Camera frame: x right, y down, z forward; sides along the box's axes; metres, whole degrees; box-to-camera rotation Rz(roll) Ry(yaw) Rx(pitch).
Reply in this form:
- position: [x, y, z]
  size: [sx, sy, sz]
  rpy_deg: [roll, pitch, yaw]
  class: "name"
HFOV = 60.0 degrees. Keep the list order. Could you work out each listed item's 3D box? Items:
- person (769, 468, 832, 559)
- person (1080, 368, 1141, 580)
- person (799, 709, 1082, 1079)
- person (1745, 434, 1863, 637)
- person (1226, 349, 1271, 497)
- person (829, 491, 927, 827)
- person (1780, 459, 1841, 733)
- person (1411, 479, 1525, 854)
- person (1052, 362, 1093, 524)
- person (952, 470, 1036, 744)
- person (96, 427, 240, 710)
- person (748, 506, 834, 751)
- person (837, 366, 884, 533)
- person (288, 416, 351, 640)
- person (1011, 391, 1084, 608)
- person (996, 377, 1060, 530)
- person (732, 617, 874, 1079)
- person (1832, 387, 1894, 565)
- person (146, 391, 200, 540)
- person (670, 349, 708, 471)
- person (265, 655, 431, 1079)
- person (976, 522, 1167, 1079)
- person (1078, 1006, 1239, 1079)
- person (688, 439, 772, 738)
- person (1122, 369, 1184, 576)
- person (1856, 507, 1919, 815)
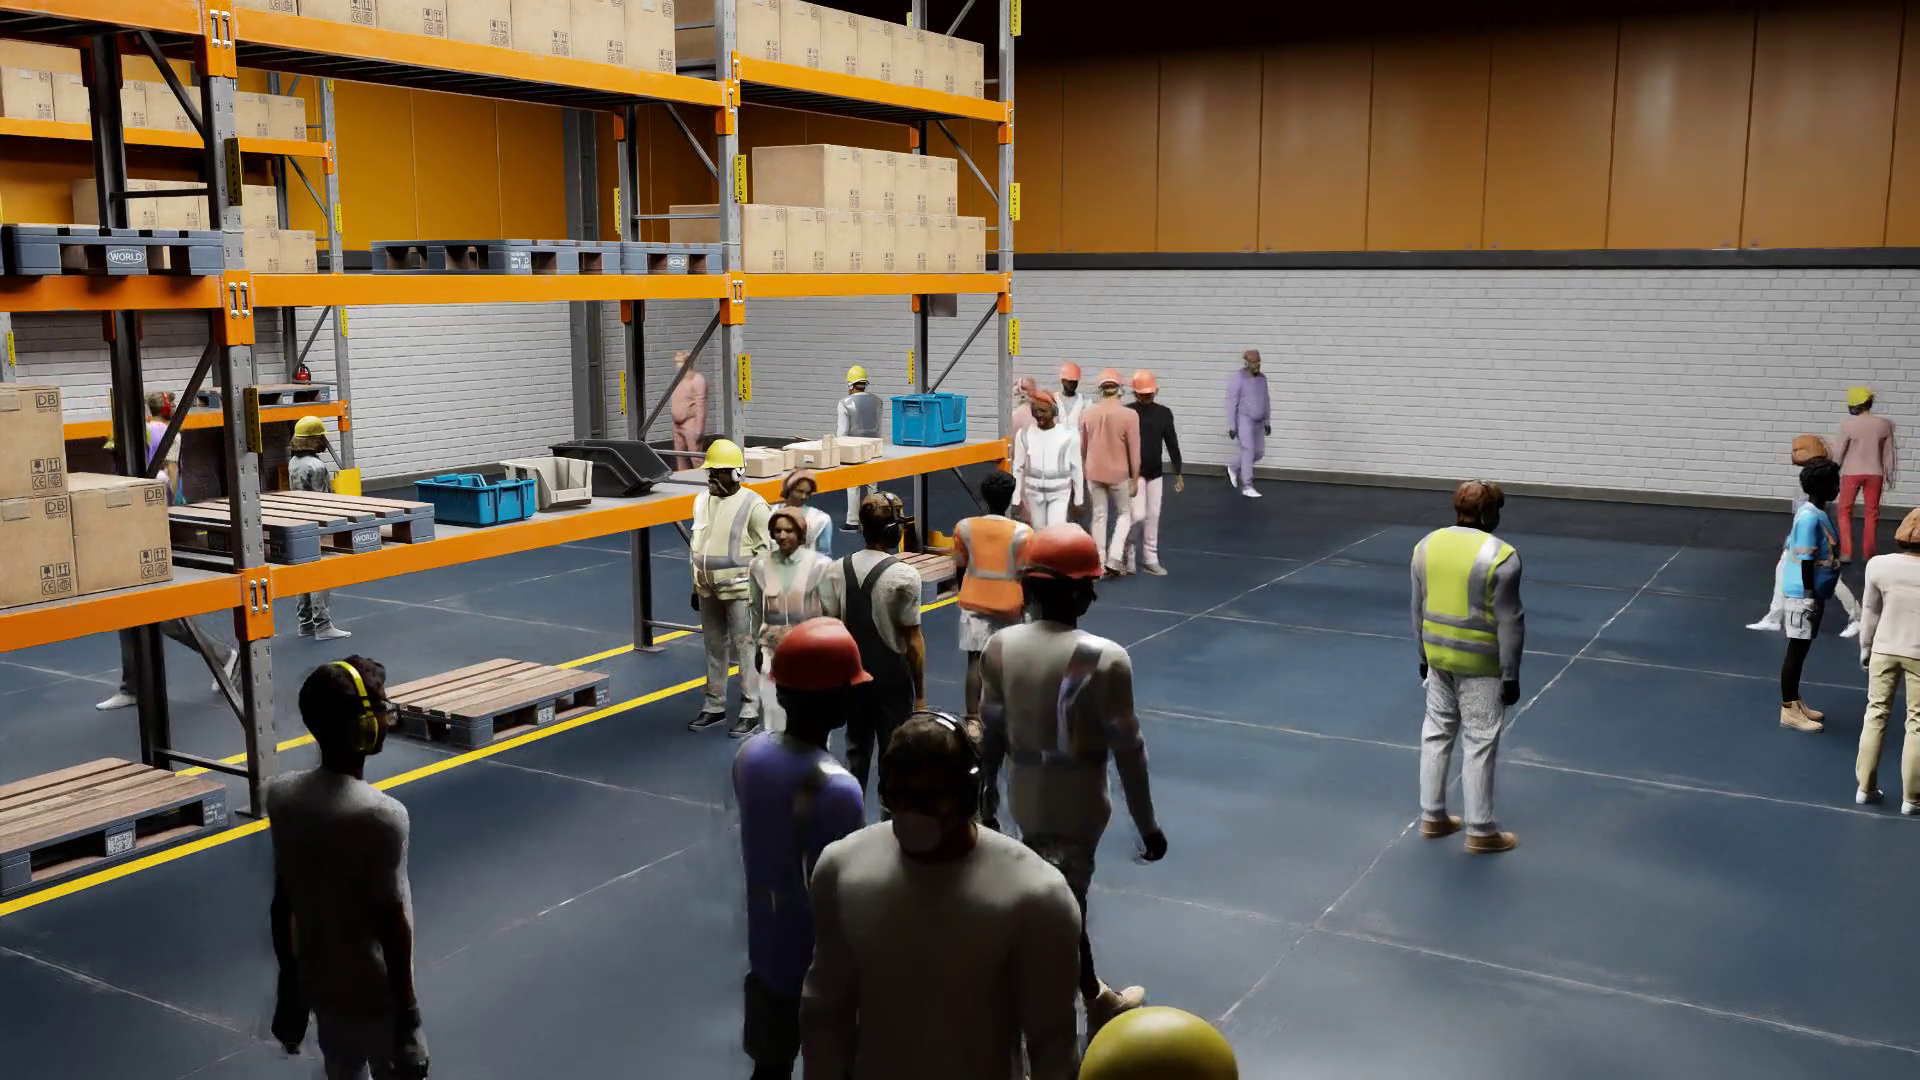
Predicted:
- position: [-1.074, 0.324, 10.711]
  size: [0.530, 1.610, 0.627]
  rpy_deg: [1, 9, 6]
  class: "person"
- position: [1.397, -0.610, 15.432]
  size: [0.635, 1.971, 0.442]
  rpy_deg: [4, 10, 24]
  class: "person"
- position: [-0.049, 1.299, 3.664]
  size: [0.634, 1.923, 0.473]
  rpy_deg: [5, 10, 28]
  class: "person"
- position: [6.730, -0.033, 13.053]
  size: [0.853, 1.591, 0.501]
  rpy_deg: [3, 10, 20]
  class: "person"
- position: [3.650, -1.505, 21.293]
  size: [0.650, 1.885, 0.651]
  rpy_deg: [-8, 12, -40]
  class: "person"
- position: [-0.374, 0.691, 7.719]
  size: [0.516, 1.843, 0.327]
  rpy_deg: [6, 11, 33]
  class: "person"
- position: [5.314, 0.335, 10.397]
  size: [0.319, 1.698, 0.532]
  rpy_deg: [5, 10, 30]
  class: "person"
- position: [2.522, 0.613, 8.222]
  size: [0.429, 1.840, 0.633]
  rpy_deg: [-6, 11, -33]
  class: "person"
- position: [1.148, -0.978, 17.949]
  size: [0.554, 1.912, 0.813]
  rpy_deg: [0, 9, 0]
  class: "person"
- position: [0.205, 0.397, 10.153]
  size: [0.536, 1.652, 0.857]
  rpy_deg: [2, 9, 10]
  class: "person"
- position: [-5.276, 0.141, 10.979]
  size: [0.586, 1.902, 0.834]
  rpy_deg: [7, 12, 39]
  class: "person"
- position: [-0.890, 0.596, 9.083]
  size: [0.523, 1.601, 0.846]
  rpy_deg: [1, 9, 8]
  class: "person"
- position: [-1.118, -0.993, 18.268]
  size: [0.589, 1.833, 0.404]
  rpy_deg: [-8, 12, -40]
  class: "person"
- position: [-5.015, -0.095, 12.942]
  size: [0.487, 1.744, 0.294]
  rpy_deg: [8, 12, 40]
  class: "person"
- position: [0.705, -0.331, 14.104]
  size: [0.591, 1.839, 0.958]
  rpy_deg: [3, 10, 19]
  class: "person"
- position: [0.704, -0.635, 15.955]
  size: [0.897, 1.866, 0.631]
  rpy_deg: [9, 12, 43]
  class: "person"
- position: [-0.485, 1.159, 4.626]
  size: [0.894, 1.908, 0.555]
  rpy_deg: [-8, 12, -40]
  class: "person"
- position: [8.749, -0.606, 16.161]
  size: [0.623, 1.738, 0.341]
  rpy_deg: [1, 9, 7]
  class: "person"
- position: [-6.993, -0.415, 14.761]
  size: [0.574, 1.800, 0.951]
  rpy_deg: [4, 10, 24]
  class: "person"
- position: [-3.398, -1.410, 20.662]
  size: [0.403, 1.911, 0.650]
  rpy_deg: [-8, 12, -42]
  class: "person"
- position: [-1.639, 1.226, 4.371]
  size: [0.517, 1.853, 0.694]
  rpy_deg: [6, 11, 32]
  class: "person"
- position: [0.350, 0.934, 5.788]
  size: [1.070, 1.993, 0.614]
  rpy_deg: [-8, 12, -42]
  class: "person"
- position: [0.249, 1.530, 2.259]
  size: [0.585, 1.917, 0.381]
  rpy_deg: [1, 9, 5]
  class: "person"
- position: [-1.440, 0.293, 10.237]
  size: [0.587, 1.833, 0.404]
  rpy_deg: [6, 11, 31]
  class: "person"
- position: [1.757, -0.616, 15.537]
  size: [0.734, 1.960, 0.462]
  rpy_deg: [-4, 10, -25]
  class: "person"
- position: [5.001, 0.631, 8.772]
  size: [0.270, 1.627, 0.503]
  rpy_deg: [-7, 12, -39]
  class: "person"
